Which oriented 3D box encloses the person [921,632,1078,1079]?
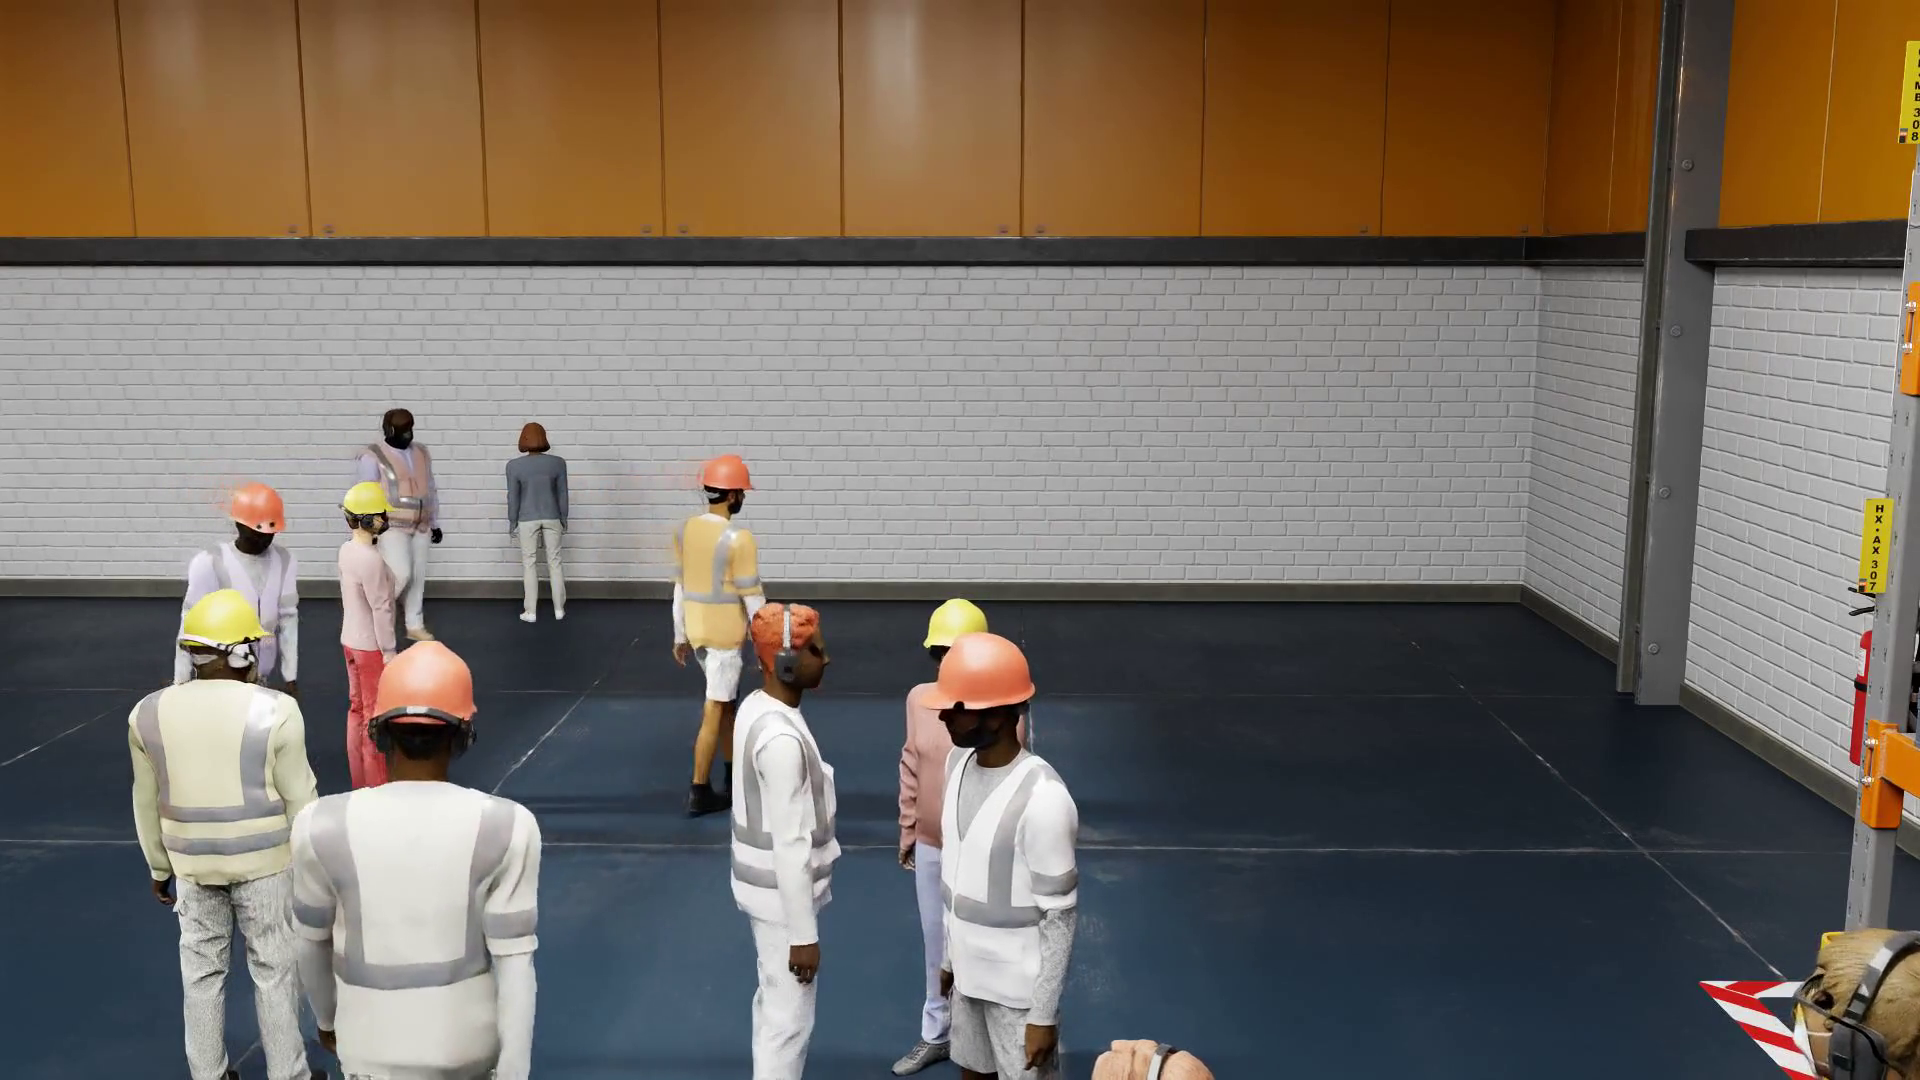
[{"bbox_3d":[0.091,1.199,4.609,0.376,1.934,0.547,-6,11,-31],"label":"person"}]

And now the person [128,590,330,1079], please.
[{"bbox_3d":[-2.462,1.075,5.661,0.600,1.828,0.404,0,9,0],"label":"person"}]

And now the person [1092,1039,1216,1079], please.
[{"bbox_3d":[0.335,1.638,2.854,0.310,1.642,0.514,3,10,17],"label":"person"}]

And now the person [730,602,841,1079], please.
[{"bbox_3d":[-0.545,1.121,5.229,0.340,1.882,0.584,-2,10,-14],"label":"person"}]

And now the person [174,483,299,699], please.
[{"bbox_3d":[-3.526,0.637,8.214,1.049,1.842,0.610,5,11,29],"label":"person"}]

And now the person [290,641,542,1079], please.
[{"bbox_3d":[-1.338,1.255,4.143,0.609,1.998,1.063,-2,10,-14],"label":"person"}]

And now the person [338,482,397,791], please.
[{"bbox_3d":[-3.134,0.569,8.889,0.309,1.769,0.525,-7,12,-38],"label":"person"}]

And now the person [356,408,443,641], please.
[{"bbox_3d":[-4.258,-0.099,12.722,0.433,1.829,0.632,5,11,29],"label":"person"}]

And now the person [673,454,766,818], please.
[{"bbox_3d":[-1.202,0.491,8.899,0.576,1.906,0.787,8,12,40],"label":"person"}]

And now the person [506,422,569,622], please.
[{"bbox_3d":[-3.434,-0.145,13.555,0.499,1.634,0.288,-5,11,-27],"label":"person"}]

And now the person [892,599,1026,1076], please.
[{"bbox_3d":[-0.012,1.080,5.840,0.534,1.765,0.331,7,12,36],"label":"person"}]

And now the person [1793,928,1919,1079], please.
[{"bbox_3d":[1.391,1.531,2.610,0.631,1.940,0.372,-5,11,-29],"label":"person"}]
